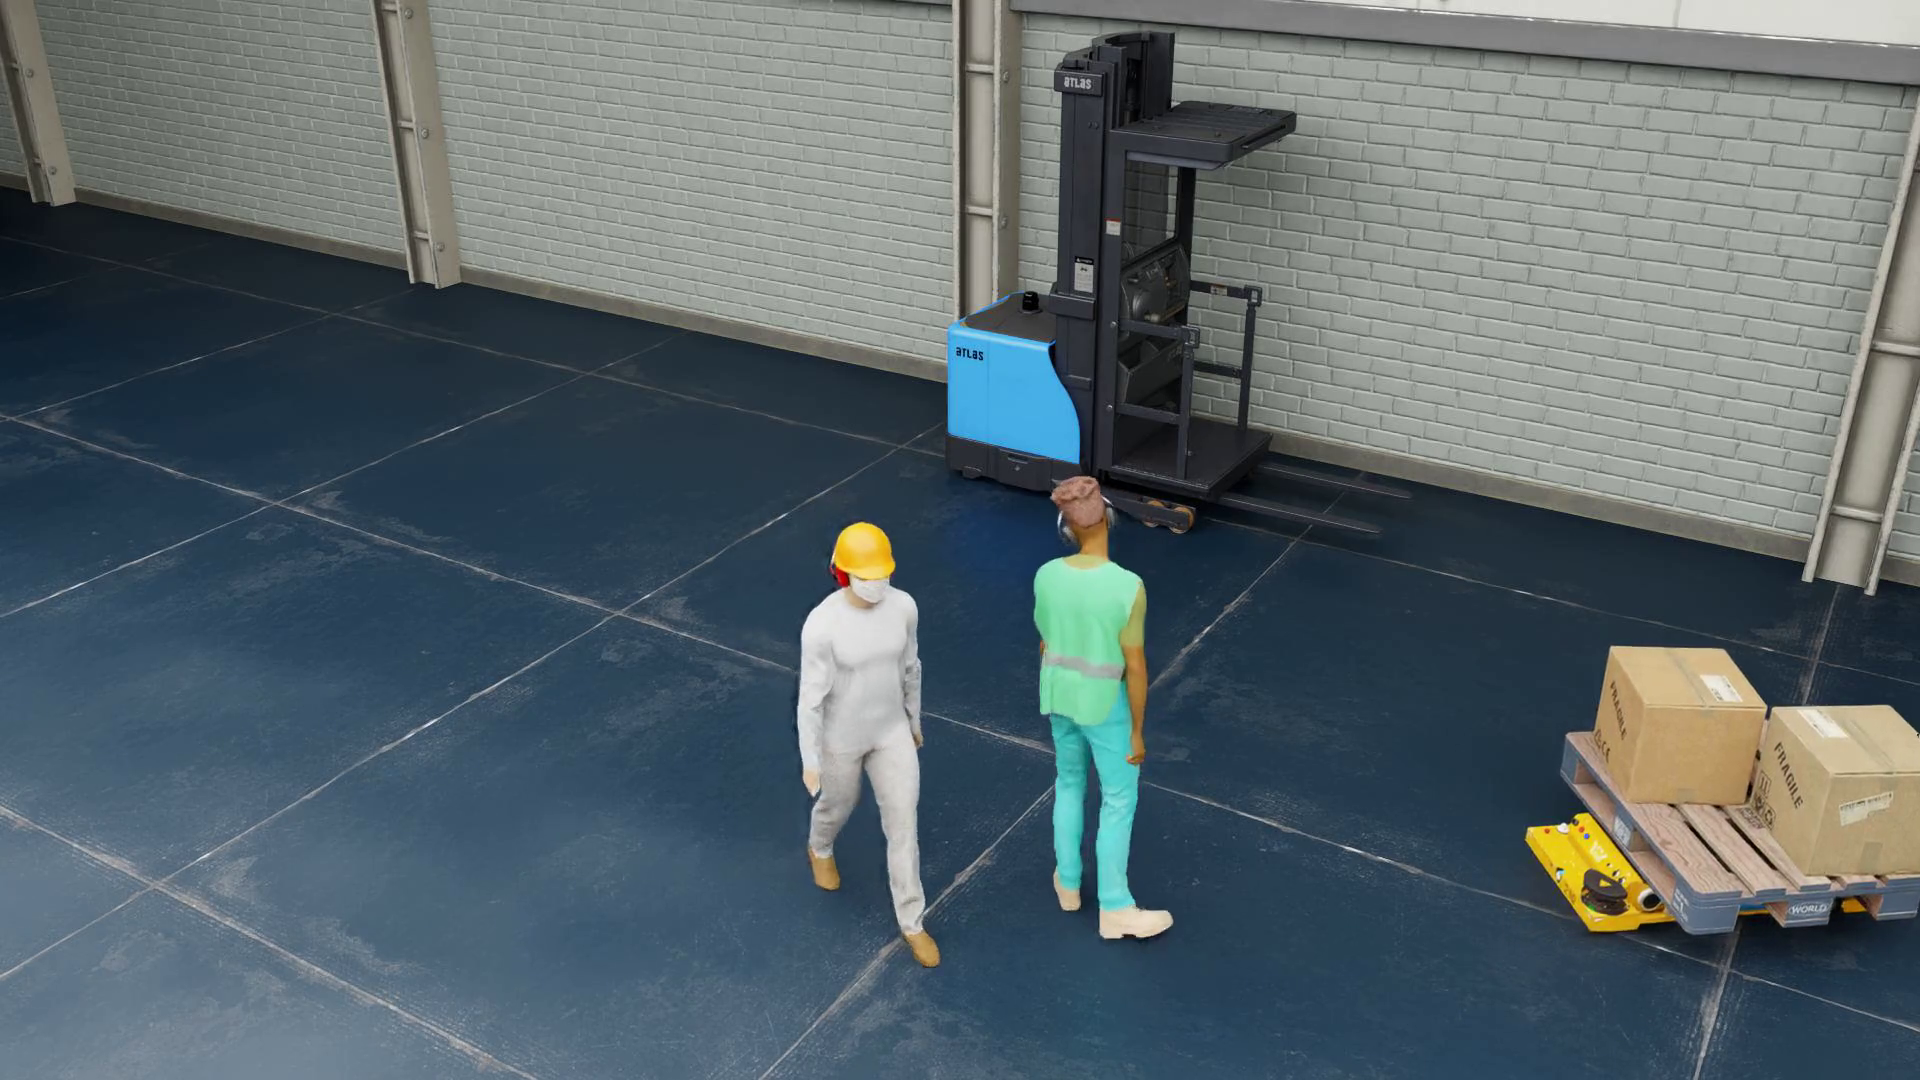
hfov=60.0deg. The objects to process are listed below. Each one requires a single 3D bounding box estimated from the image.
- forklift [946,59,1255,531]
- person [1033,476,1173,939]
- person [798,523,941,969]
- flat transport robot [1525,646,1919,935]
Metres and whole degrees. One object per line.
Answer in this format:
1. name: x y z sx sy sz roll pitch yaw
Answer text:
1. forklift: 0.933 -1.707 10.833 1.873 2.768 1.129 15 29 28
2. person: 0.596 0.711 6.798 0.709 1.945 0.430 17 30 31
3. person: -0.409 0.760 6.794 0.578 1.848 0.918 -12 28 -23
4. flat transport robot: 3.311 1.398 7.301 1.431 0.231 0.659 -3 25 -6
